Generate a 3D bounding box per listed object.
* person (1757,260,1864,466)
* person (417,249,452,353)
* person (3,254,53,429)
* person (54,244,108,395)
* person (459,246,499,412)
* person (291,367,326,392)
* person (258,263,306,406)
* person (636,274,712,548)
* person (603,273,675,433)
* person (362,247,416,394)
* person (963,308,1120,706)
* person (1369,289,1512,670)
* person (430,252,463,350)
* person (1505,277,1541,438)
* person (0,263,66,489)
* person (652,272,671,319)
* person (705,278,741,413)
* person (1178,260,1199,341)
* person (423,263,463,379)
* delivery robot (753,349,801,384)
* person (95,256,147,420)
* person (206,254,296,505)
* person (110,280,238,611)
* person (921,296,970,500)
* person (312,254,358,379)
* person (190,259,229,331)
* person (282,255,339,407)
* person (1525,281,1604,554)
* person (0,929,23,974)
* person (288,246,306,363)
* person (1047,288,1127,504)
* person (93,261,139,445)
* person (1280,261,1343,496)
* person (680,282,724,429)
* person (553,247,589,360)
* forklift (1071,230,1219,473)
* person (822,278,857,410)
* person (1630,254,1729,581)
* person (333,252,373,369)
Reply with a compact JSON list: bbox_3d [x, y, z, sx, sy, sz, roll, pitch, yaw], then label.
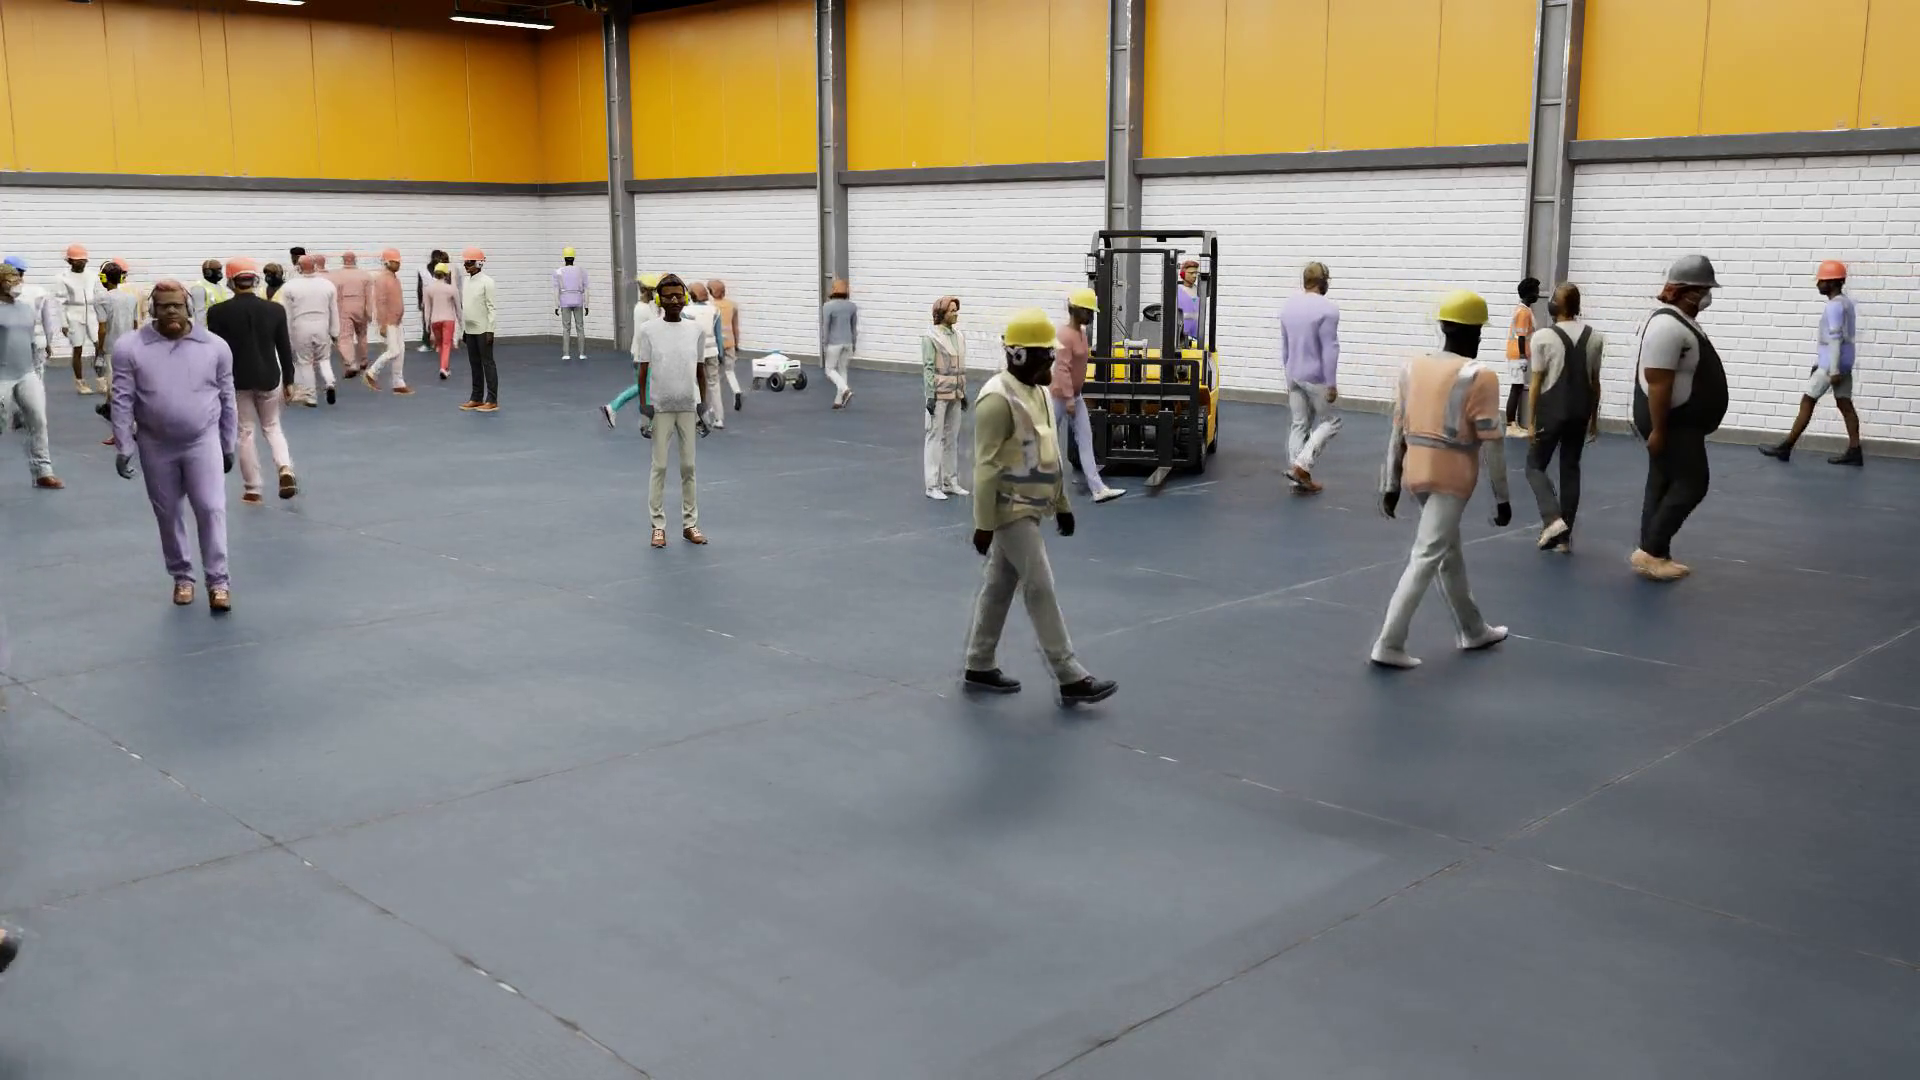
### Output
[{"bbox_3d":[8.034,-1.646,15.531,0.958,1.891,0.570,9,14,41],"label":"person"},{"bbox_3d":[-9.539,-4.338,30.247,0.623,1.875,0.459,-2,11,-9],"label":"person"},{"bbox_3d":[-10.223,-2.141,18.147,0.612,1.925,0.453,-8,13,-39],"label":"person"},{"bbox_3d":[-11.600,-2.907,22.059,0.831,2.009,0.640,8,13,37],"label":"person"},{"bbox_3d":[-5.860,-2.558,20.218,0.608,1.995,0.377,8,13,39],"label":"person"},{"bbox_3d":[-8.860,-2.815,22.701,0.852,1.579,0.528,9,14,42],"label":"person"},{"bbox_3d":[-8.591,-2.604,21.031,0.647,1.798,0.964,4,11,22],"label":"person"},{"bbox_3d":[-1.964,-0.886,11.442,0.511,1.872,0.328,-5,12,-25],"label":"person"},{"bbox_3d":[-3.477,-2.005,17.912,0.694,1.728,0.529,-1,10,-5],"label":"person"},{"bbox_3d":[-7.654,-2.920,22.257,0.544,1.979,0.613,1,10,5],"label":"person"},{"bbox_3d":[0.387,-0.143,7.565,0.878,1.792,0.622,4,11,22],"label":"person"},{"bbox_3d":[2.422,-0.301,8.262,1.009,1.870,0.608,-5,12,-27],"label":"person"},{"bbox_3d":[-9.650,-4.473,31.153,0.785,1.822,0.531,-10,14,-44],"label":"person"},{"bbox_3d":[5.943,-1.923,17.588,0.317,1.693,0.536,4,11,21],"label":"person"},{"bbox_3d":[-8.062,-1.369,13.996,0.924,1.909,0.635,4,11,21],"label":"person"},{"bbox_3d":[-4.137,-3.015,23.755,0.511,1.608,0.743,2,11,12],"label":"person"},{"bbox_3d":[-2.844,-2.310,19.872,0.525,1.623,0.478,-7,12,-32],"label":"person"},{"bbox_3d":[2.619,-2.335,19.420,0.571,1.840,0.374,-8,13,-37],"label":"person"},{"bbox_3d":[-7.716,-3.268,24.824,0.538,1.726,0.894,-1,10,-4],"label":"person"},{"bbox_3d":[-2.536,-2.388,22.966,0.707,0.478,0.477,9,14,40],"label":"delivery robot"},{"bbox_3d":[-9.610,-2.295,19.093,0.962,1.879,0.560,8,13,37],"label":"person"},{"bbox_3d":[-5.554,-1.242,13.079,0.625,1.982,0.564,-8,13,-38],"label":"person"},{"bbox_3d":[-4.425,-0.514,9.409,0.651,1.875,0.868,-4,11,-23],"label":"person"},{"bbox_3d":[-0.121,-1.155,13.526,0.309,1.645,0.515,8,13,36],"label":"person"},{"bbox_3d":[-9.443,-3.323,24.768,0.994,1.864,0.664,4,11,23],"label":"person"},{"bbox_3d":[-9.507,-2.650,21.200,0.430,1.830,0.637,2,11,8],"label":"person"},{"bbox_3d":[-8.061,-2.585,20.658,0.646,1.890,0.447,-7,13,-35],"label":"person"},{"bbox_3d":[4.026,-0.795,11.067,0.529,1.835,0.445,-1,10,-6],"label":"person"},{"bbox_3d":[-2.854,0.343,4.310,0.501,2.026,0.615,-3,11,-15],"label":"person"},{"bbox_3d":[-10.988,-3.913,27.714,0.613,1.947,0.424,8,13,36],"label":"person"},{"bbox_3d":[0.904,-1.129,13.181,0.895,1.705,0.554,6,12,29],"label":"person"},{"bbox_3d":[-8.603,-1.903,16.987,0.328,1.872,0.513,4,11,23],"label":"person"},{"bbox_3d":[2.871,-1.303,13.561,0.436,1.924,0.662,-6,12,-30],"label":"person"},{"bbox_3d":[-2.851,-2.025,18.321,0.532,1.622,0.405,-7,13,-35],"label":"person"},{"bbox_3d":[-6.659,-4.048,28.516,0.592,1.930,0.356,-3,11,-17],"label":"person"},{"bbox_3d":[1.804,-1.825,15.677,1.214,2.155,2.313,2,11,13],"label":"forklift"},{"bbox_3d":[-1.443,-2.371,20.235,0.510,1.619,0.515,-8,13,-37],"label":"person"},{"bbox_3d":[4.447,-0.759,10.281,0.540,2.000,0.685,5,12,26],"label":"person"},{"bbox_3d":[-9.576,-3.588,26.175,0.658,1.860,0.954,-4,11,-20],"label":"person"}]
